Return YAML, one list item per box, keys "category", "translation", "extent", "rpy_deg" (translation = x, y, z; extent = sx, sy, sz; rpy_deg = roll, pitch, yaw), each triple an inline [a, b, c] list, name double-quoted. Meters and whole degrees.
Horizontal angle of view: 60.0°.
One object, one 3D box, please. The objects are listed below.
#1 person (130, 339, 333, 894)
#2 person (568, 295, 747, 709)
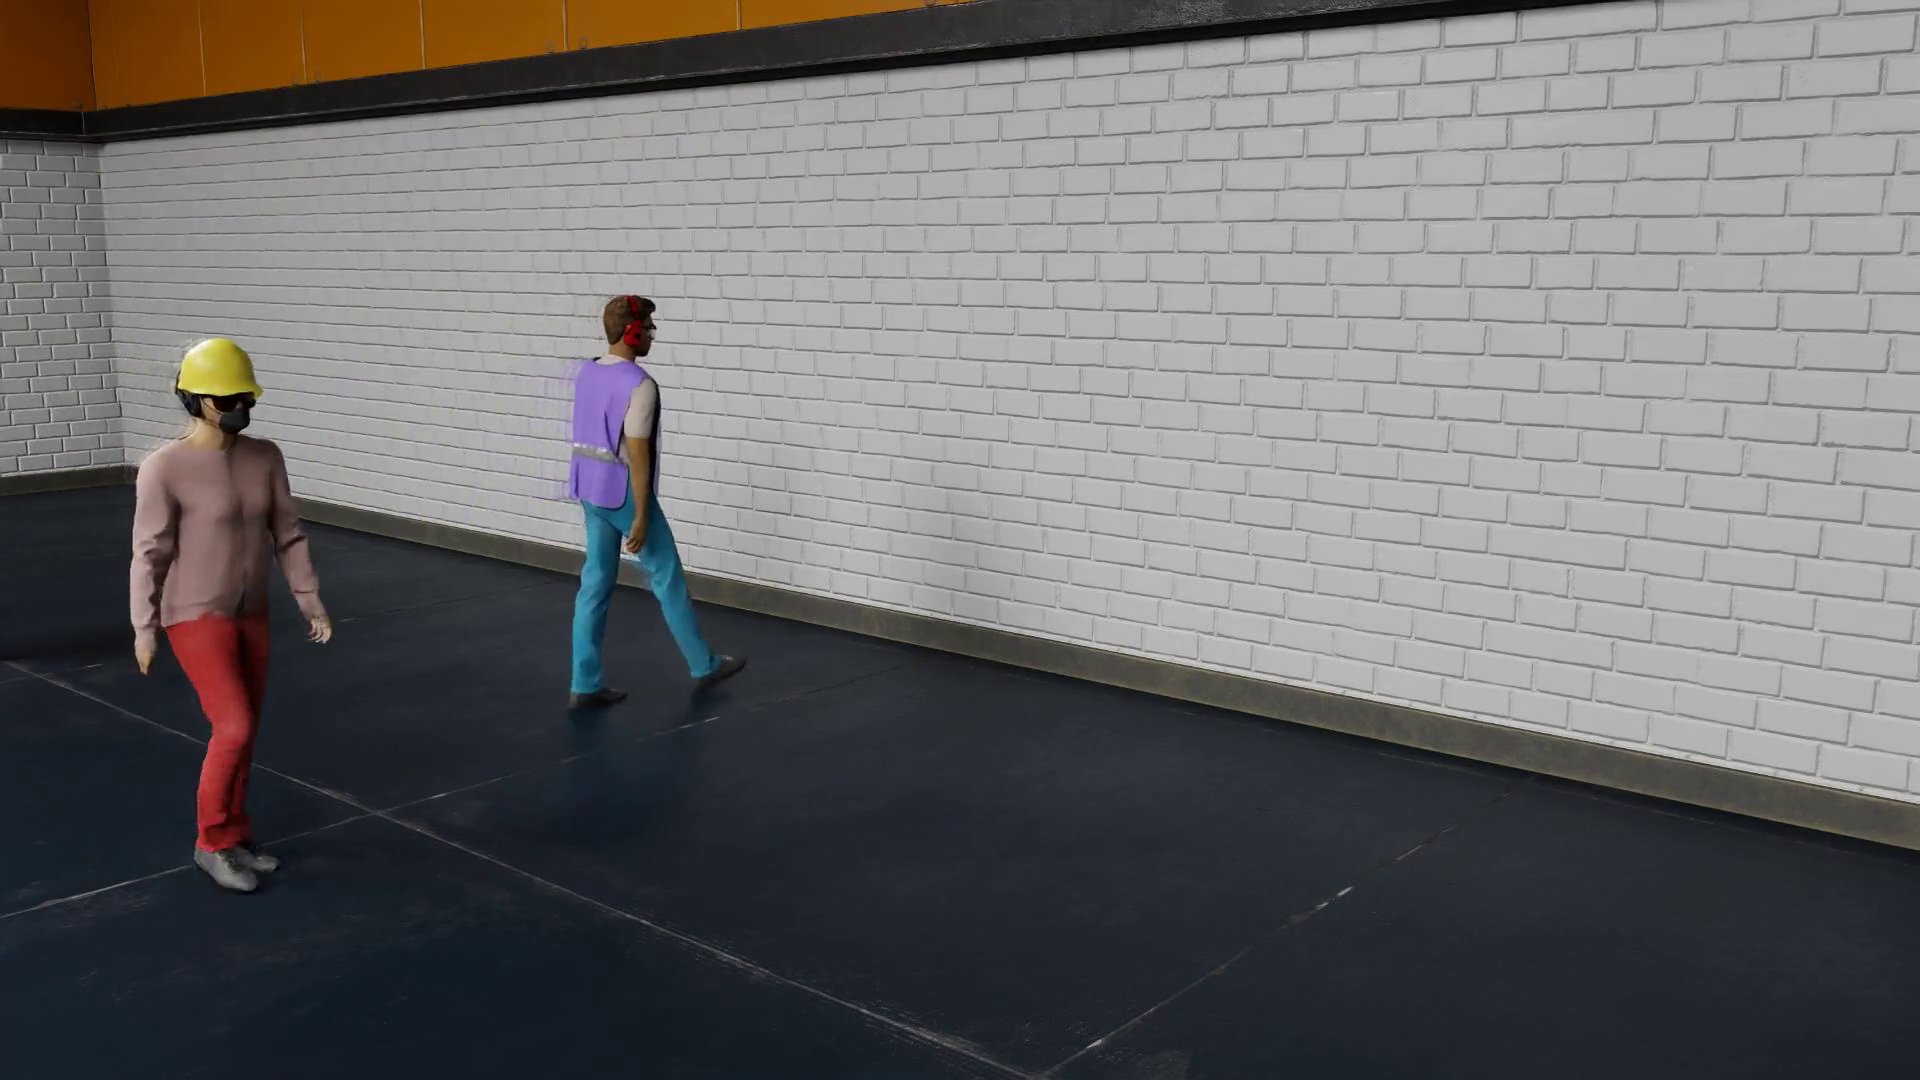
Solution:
- category: "person"
  translation: [-2.294, 0.245, 5.228]
  extent: [0.500, 1.746, 0.555]
  rpy_deg: [4, 11, 20]
- category: "person"
  translation: [-1.400, -0.173, 7.430]
  extent: [0.579, 1.811, 0.883]
  rpy_deg: [9, 13, 42]
